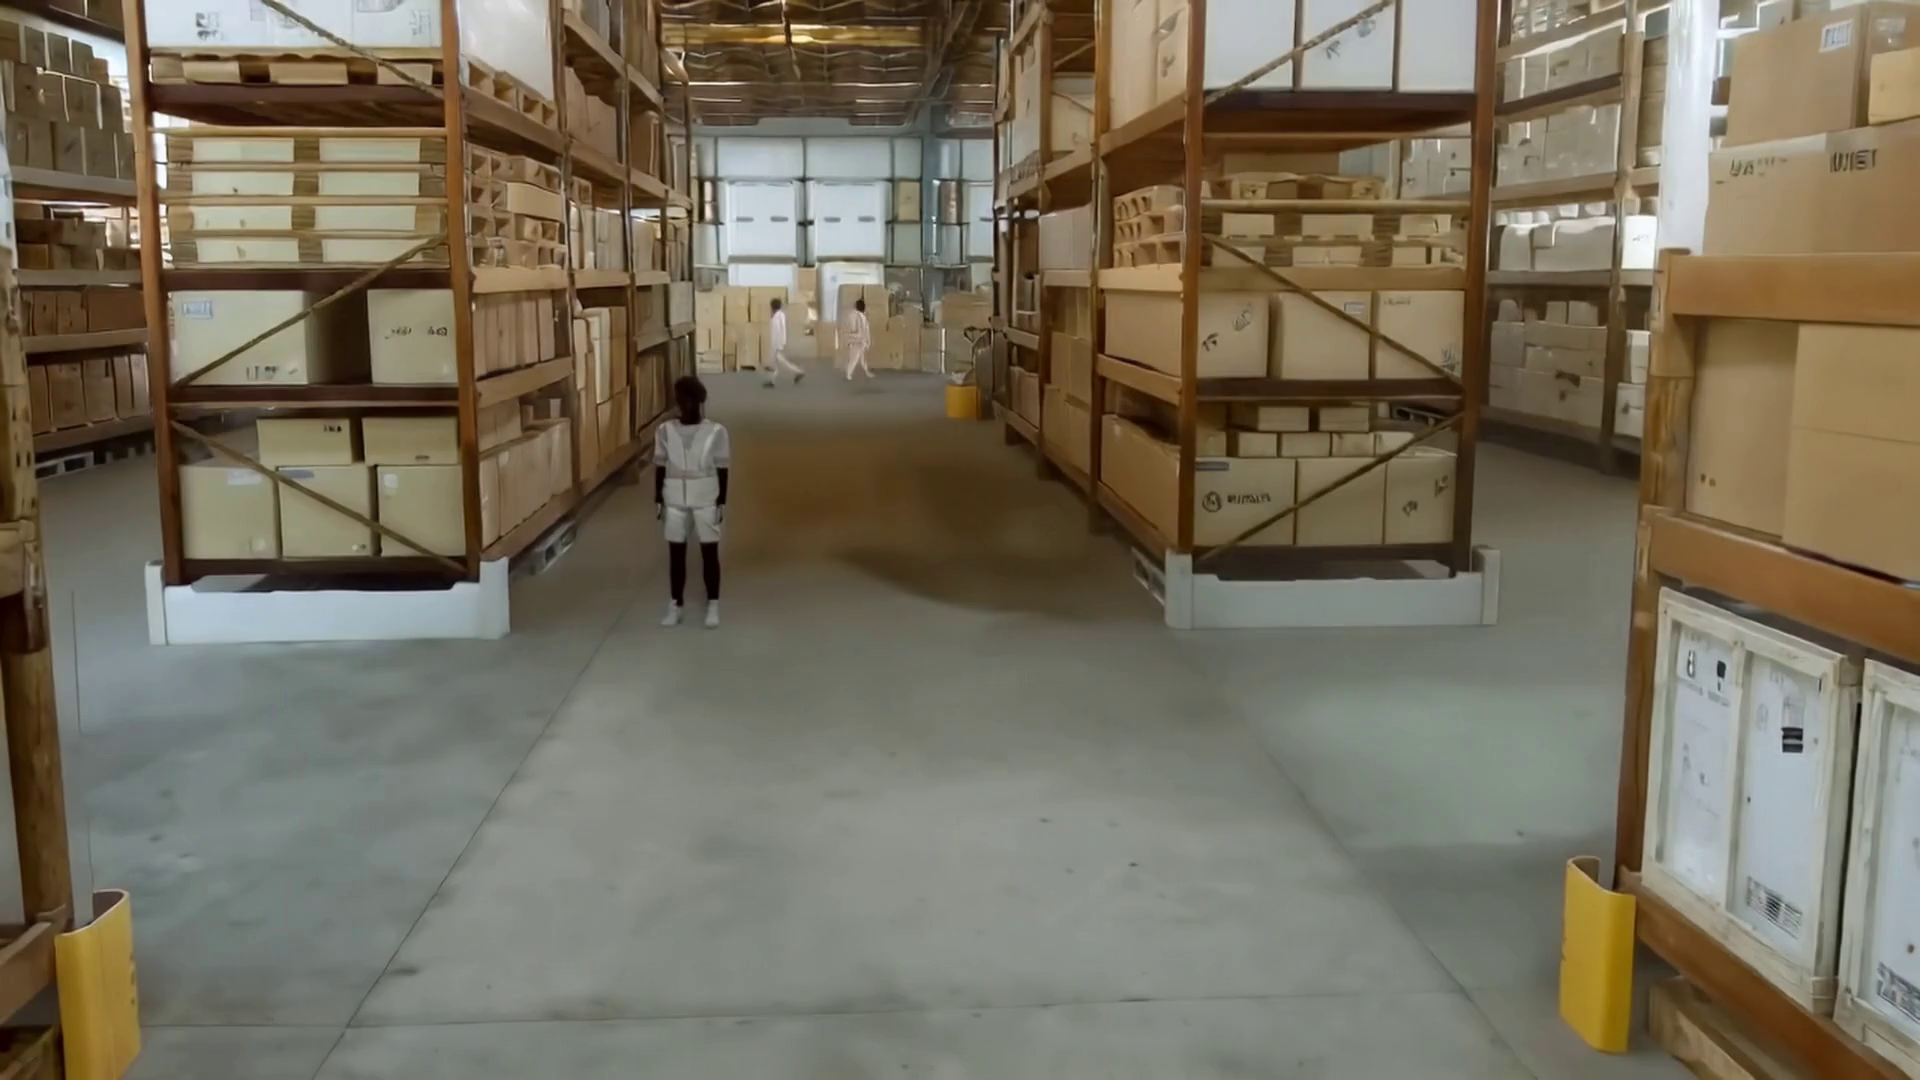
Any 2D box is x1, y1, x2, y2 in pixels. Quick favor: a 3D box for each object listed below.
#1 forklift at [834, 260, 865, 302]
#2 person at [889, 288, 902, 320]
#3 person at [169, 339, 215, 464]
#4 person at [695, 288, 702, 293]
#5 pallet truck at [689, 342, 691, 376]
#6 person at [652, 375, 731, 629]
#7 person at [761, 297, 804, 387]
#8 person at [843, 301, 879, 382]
[{"bbox_3d":[-3.397,-7.252,51.369,1.129,2.768,1.873,-1,9,-4],"label":"forklift"},{"bbox_3d":[-2.299,-7.826,57.974,0.636,1.928,0.380,4,10,22],"label":"person"},{"bbox_3d":[-9.635,-1.902,20.806,0.544,1.913,0.850,-1,9,-5],"label":"person"},{"bbox_3d":[-8.481,-7.172,53.829,0.373,1.936,0.627,-8,12,-42],"label":"person"},{"bbox_3d":[-5.225,-3.008,27.480,1.885,1.965,0.823,2,9,14],"label":"pallet truck"},{"bbox_3d":[-1.792,-0.249,11.098,0.535,1.697,0.318,1,9,7],"label":"person"},{"bbox_3d":[-3.748,-4.167,35.058,0.867,1.912,0.635,-2,9,-12],"label":"person"},{"bbox_3d":[-2.209,-4.370,36.725,0.949,1.785,0.653,-5,10,-28],"label":"person"}]
